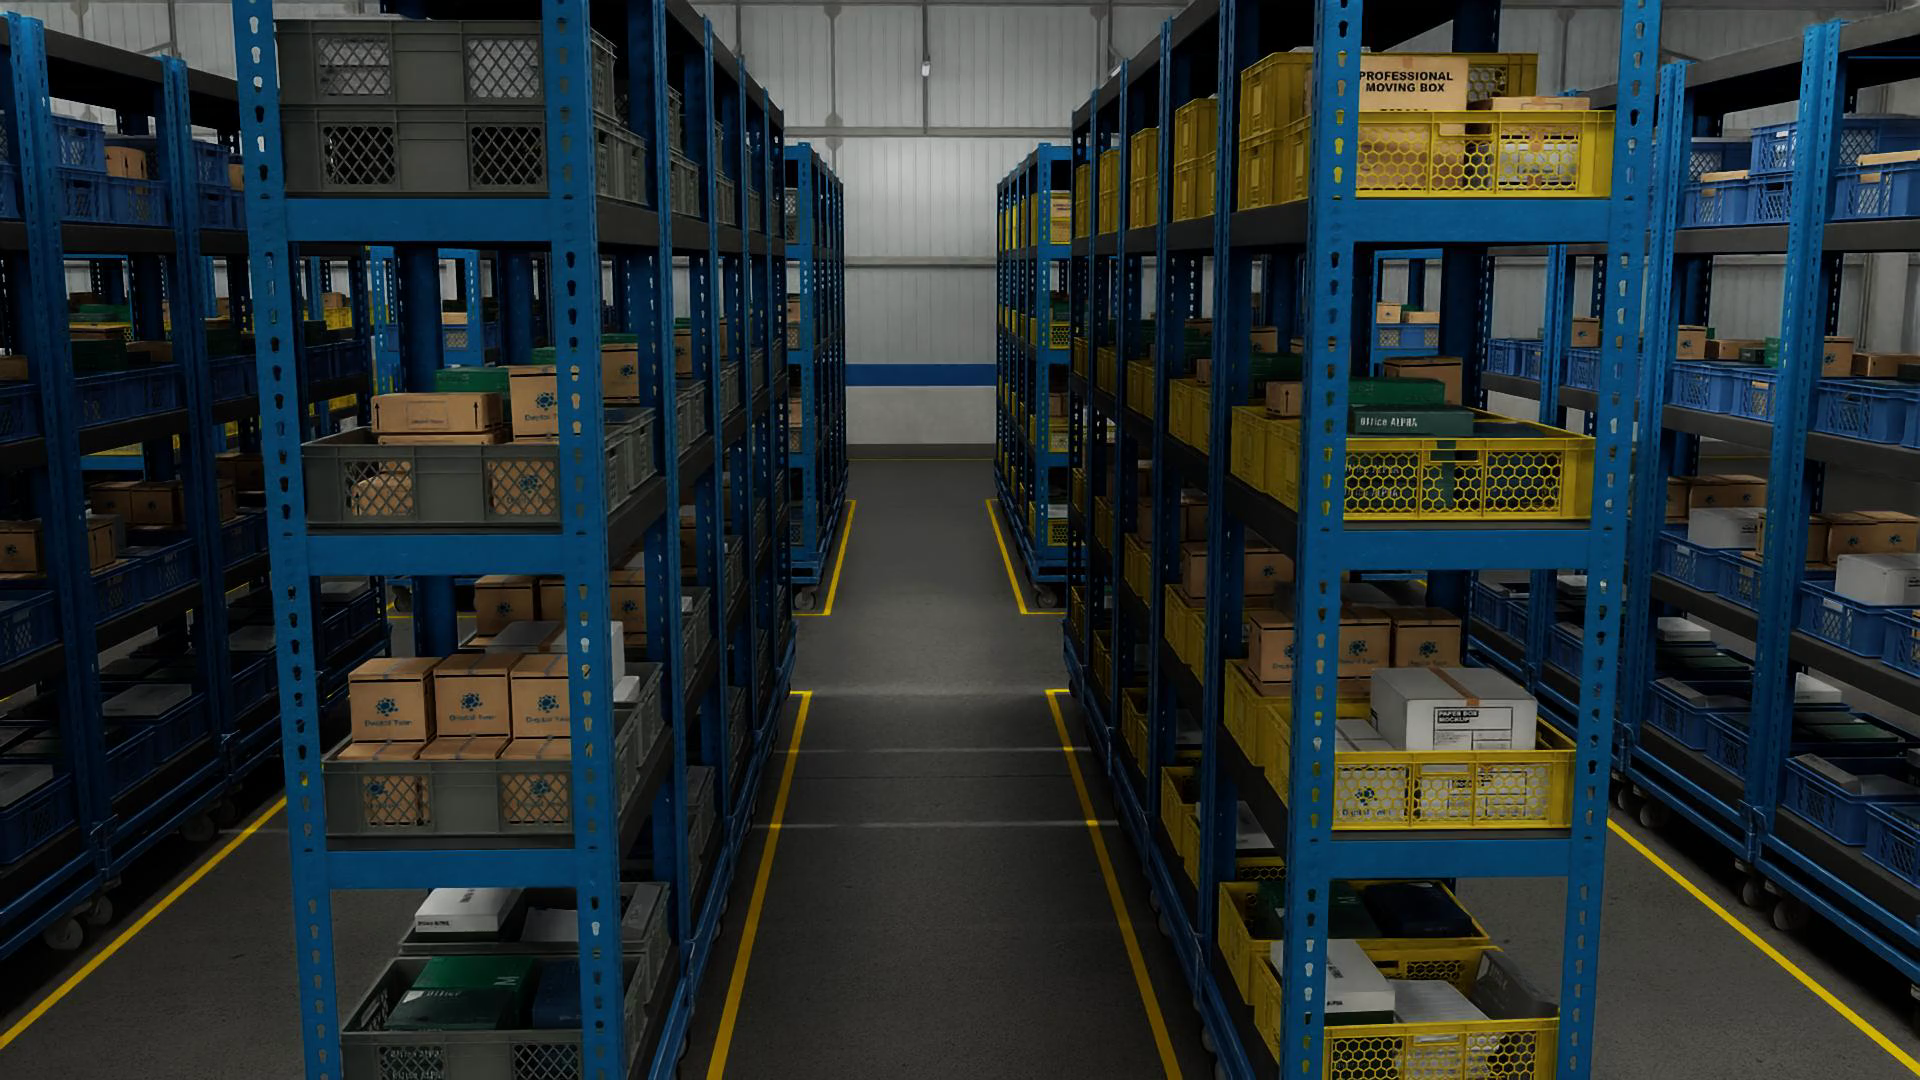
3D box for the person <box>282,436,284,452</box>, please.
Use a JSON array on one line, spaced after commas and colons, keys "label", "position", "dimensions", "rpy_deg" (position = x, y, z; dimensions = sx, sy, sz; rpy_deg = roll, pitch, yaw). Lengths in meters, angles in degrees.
[{"label": "person", "position": [-8.379, -1.502, 20.066], "dimensions": [0.982, 1.799, 0.588], "rpy_deg": [-2, 10, -12]}]
